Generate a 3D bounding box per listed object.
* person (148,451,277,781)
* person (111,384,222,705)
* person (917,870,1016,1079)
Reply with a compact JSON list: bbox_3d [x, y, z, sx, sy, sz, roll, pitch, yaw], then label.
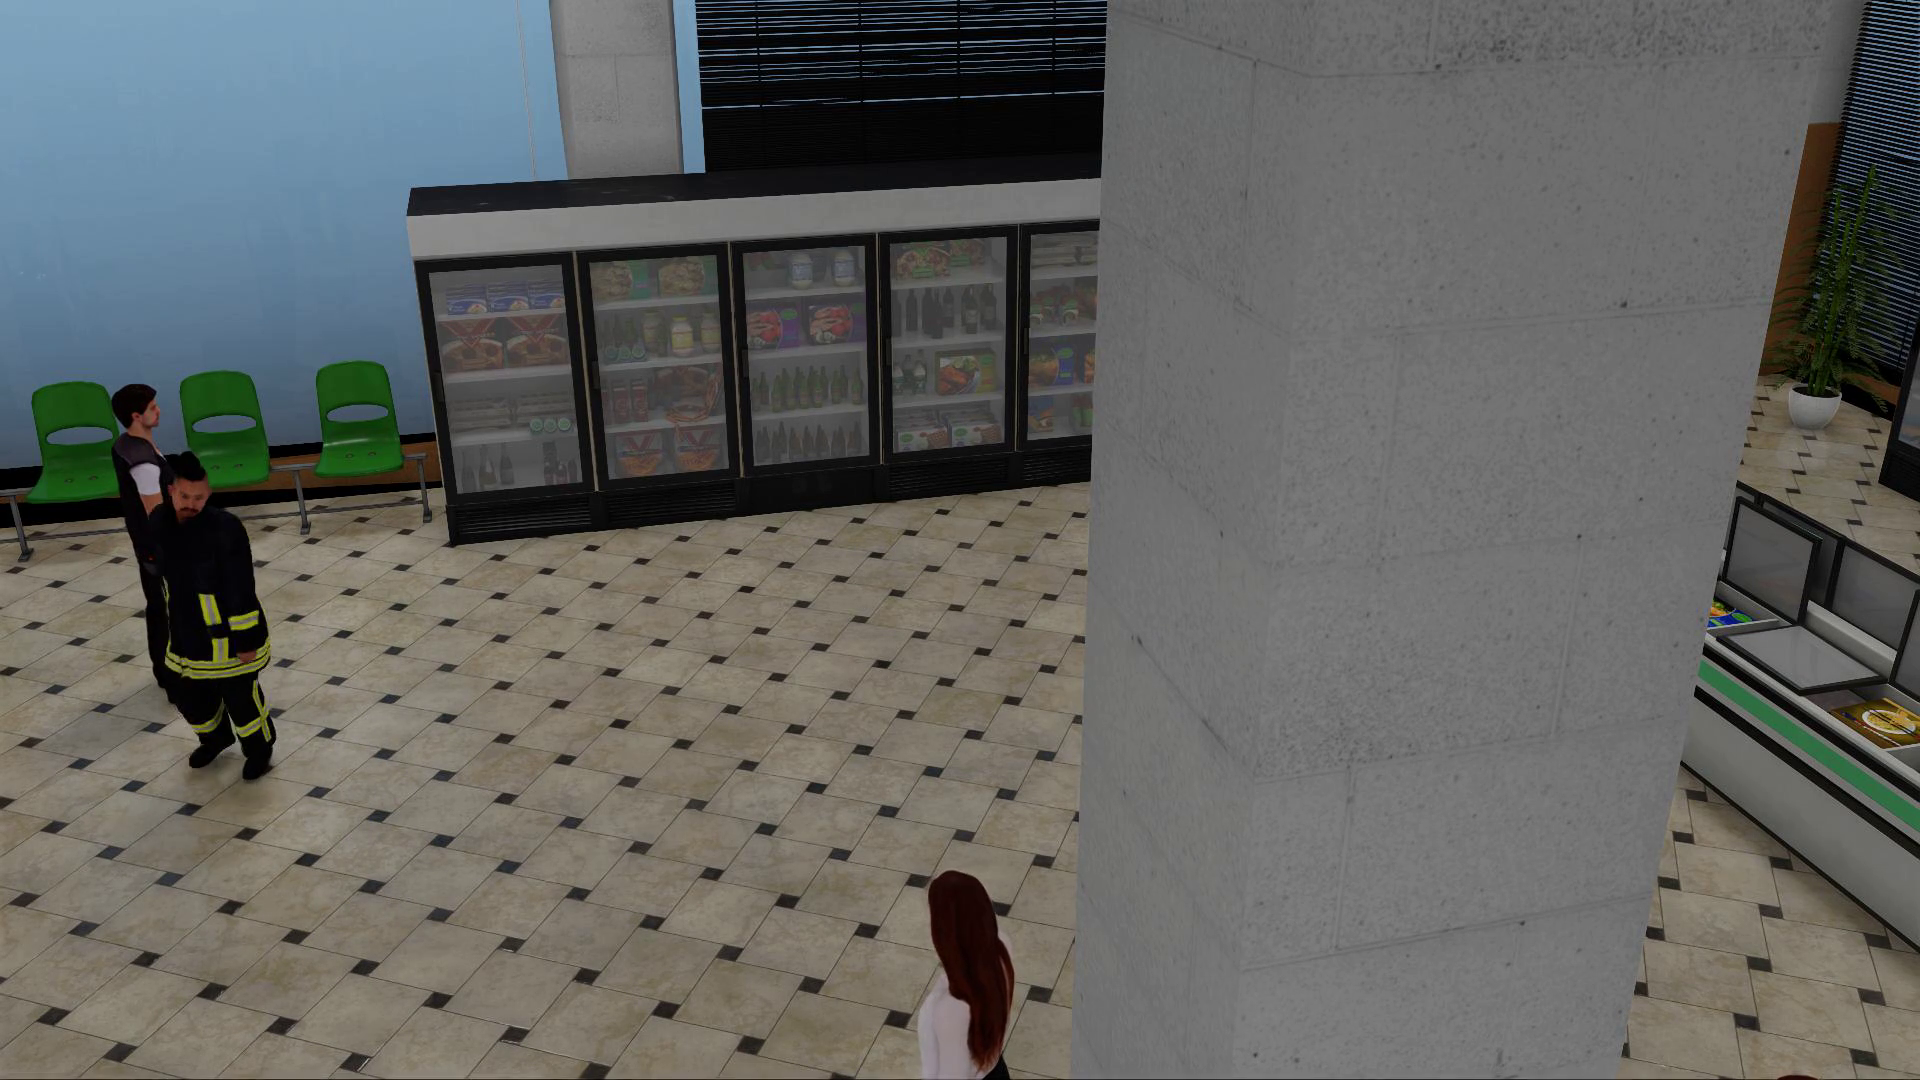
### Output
[{"bbox_3d":[-3.783,0.372,8.459,0.913,1.840,0.910,12,26,25],"label":"person"},{"bbox_3d":[-4.470,0.020,9.254,0.790,1.846,0.651,-17,29,-33],"label":"person"},{"bbox_3d":[0.032,1.804,5.282,0.721,1.762,0.639,10,26,23],"label":"person"}]
